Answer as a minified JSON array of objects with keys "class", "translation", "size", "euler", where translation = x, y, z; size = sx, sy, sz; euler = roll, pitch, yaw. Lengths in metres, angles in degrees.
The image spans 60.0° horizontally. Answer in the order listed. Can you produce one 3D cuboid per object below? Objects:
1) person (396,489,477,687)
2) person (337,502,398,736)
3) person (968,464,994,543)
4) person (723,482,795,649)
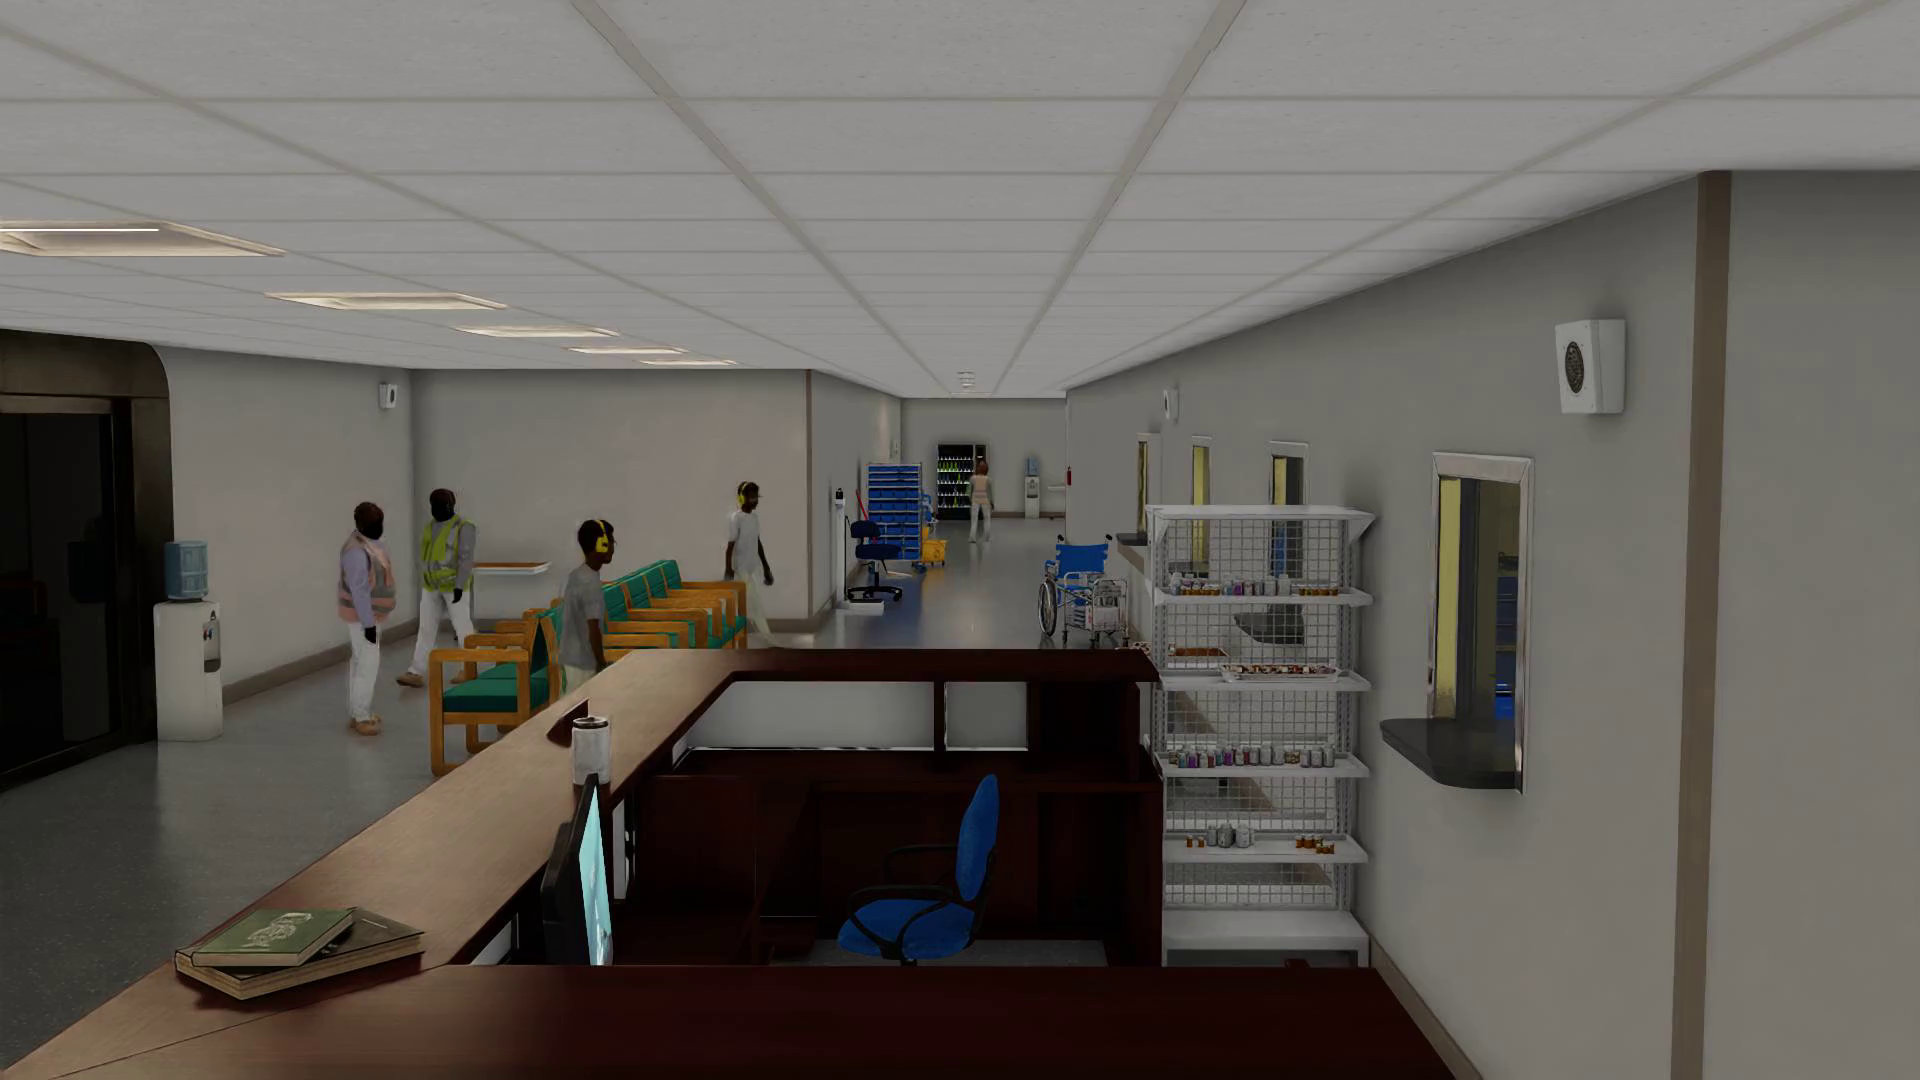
[{"class":"person","translation":[-4.733,0.441,15.145],"size":[0.643,1.805,0.816],"euler":[2,4,24]},{"class":"person","translation":[-4.584,0.602,12.912],"size":[0.434,1.809,0.723],"euler":[-1,4,-8]},{"class":"person","translation":[0.420,-0.737,33.282],"size":[0.540,1.576,0.791],"euler":[0,4,6]},{"class":"person","translation":[-2.157,0.316,16.924],"size":[1.004,1.813,0.530],"euler":[1,4,15]}]
